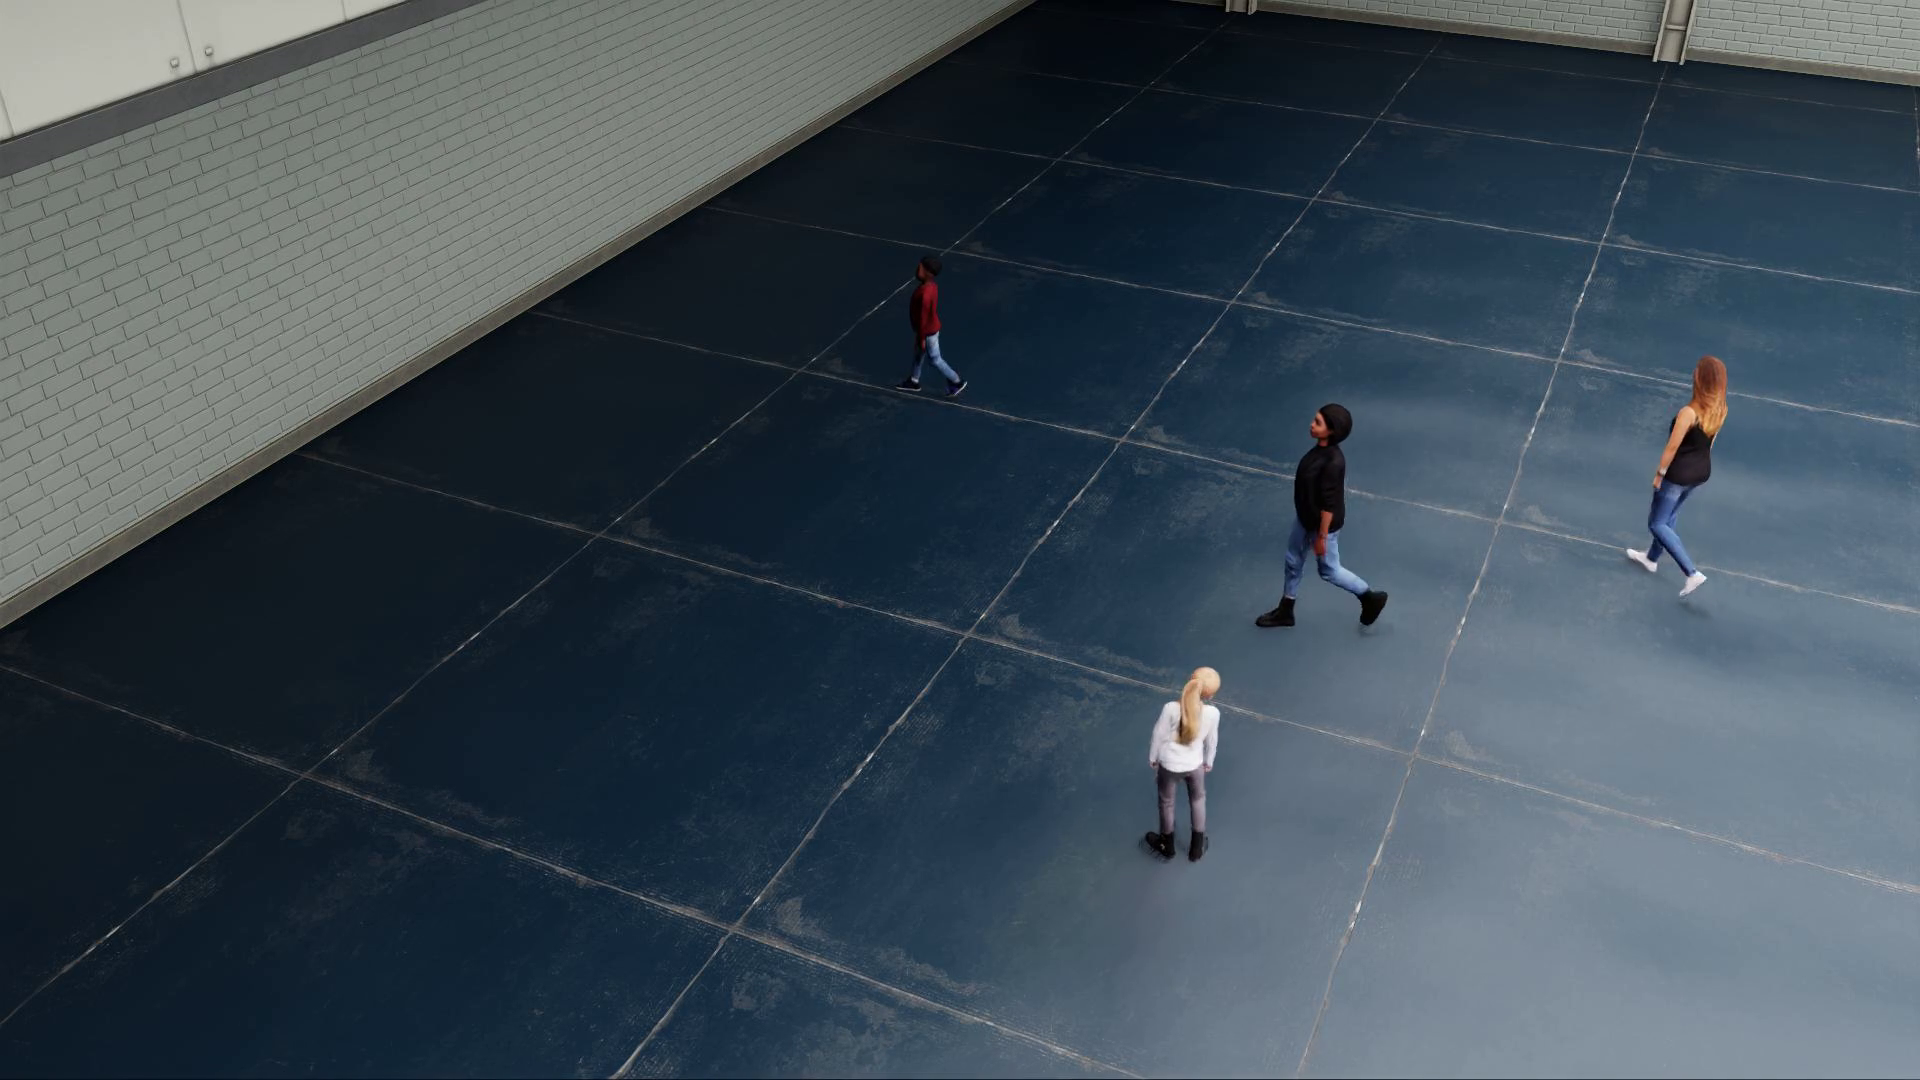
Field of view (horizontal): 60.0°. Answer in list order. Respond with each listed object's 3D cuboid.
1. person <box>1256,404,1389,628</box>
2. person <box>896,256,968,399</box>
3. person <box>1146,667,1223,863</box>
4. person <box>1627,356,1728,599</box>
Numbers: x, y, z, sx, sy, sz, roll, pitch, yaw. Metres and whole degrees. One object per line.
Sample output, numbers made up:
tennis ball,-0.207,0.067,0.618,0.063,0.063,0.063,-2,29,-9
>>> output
person,2.428,-0.105,10.811,1.141,1.676,0.918,-2,32,-3
person,-0.212,-1.754,13.833,0.905,1.239,0.670,4,32,6
person,1.197,1.224,9.093,0.567,1.261,0.663,-12,34,-18
person,4.954,-0.407,11.261,0.898,1.707,1.041,-17,36,-25
